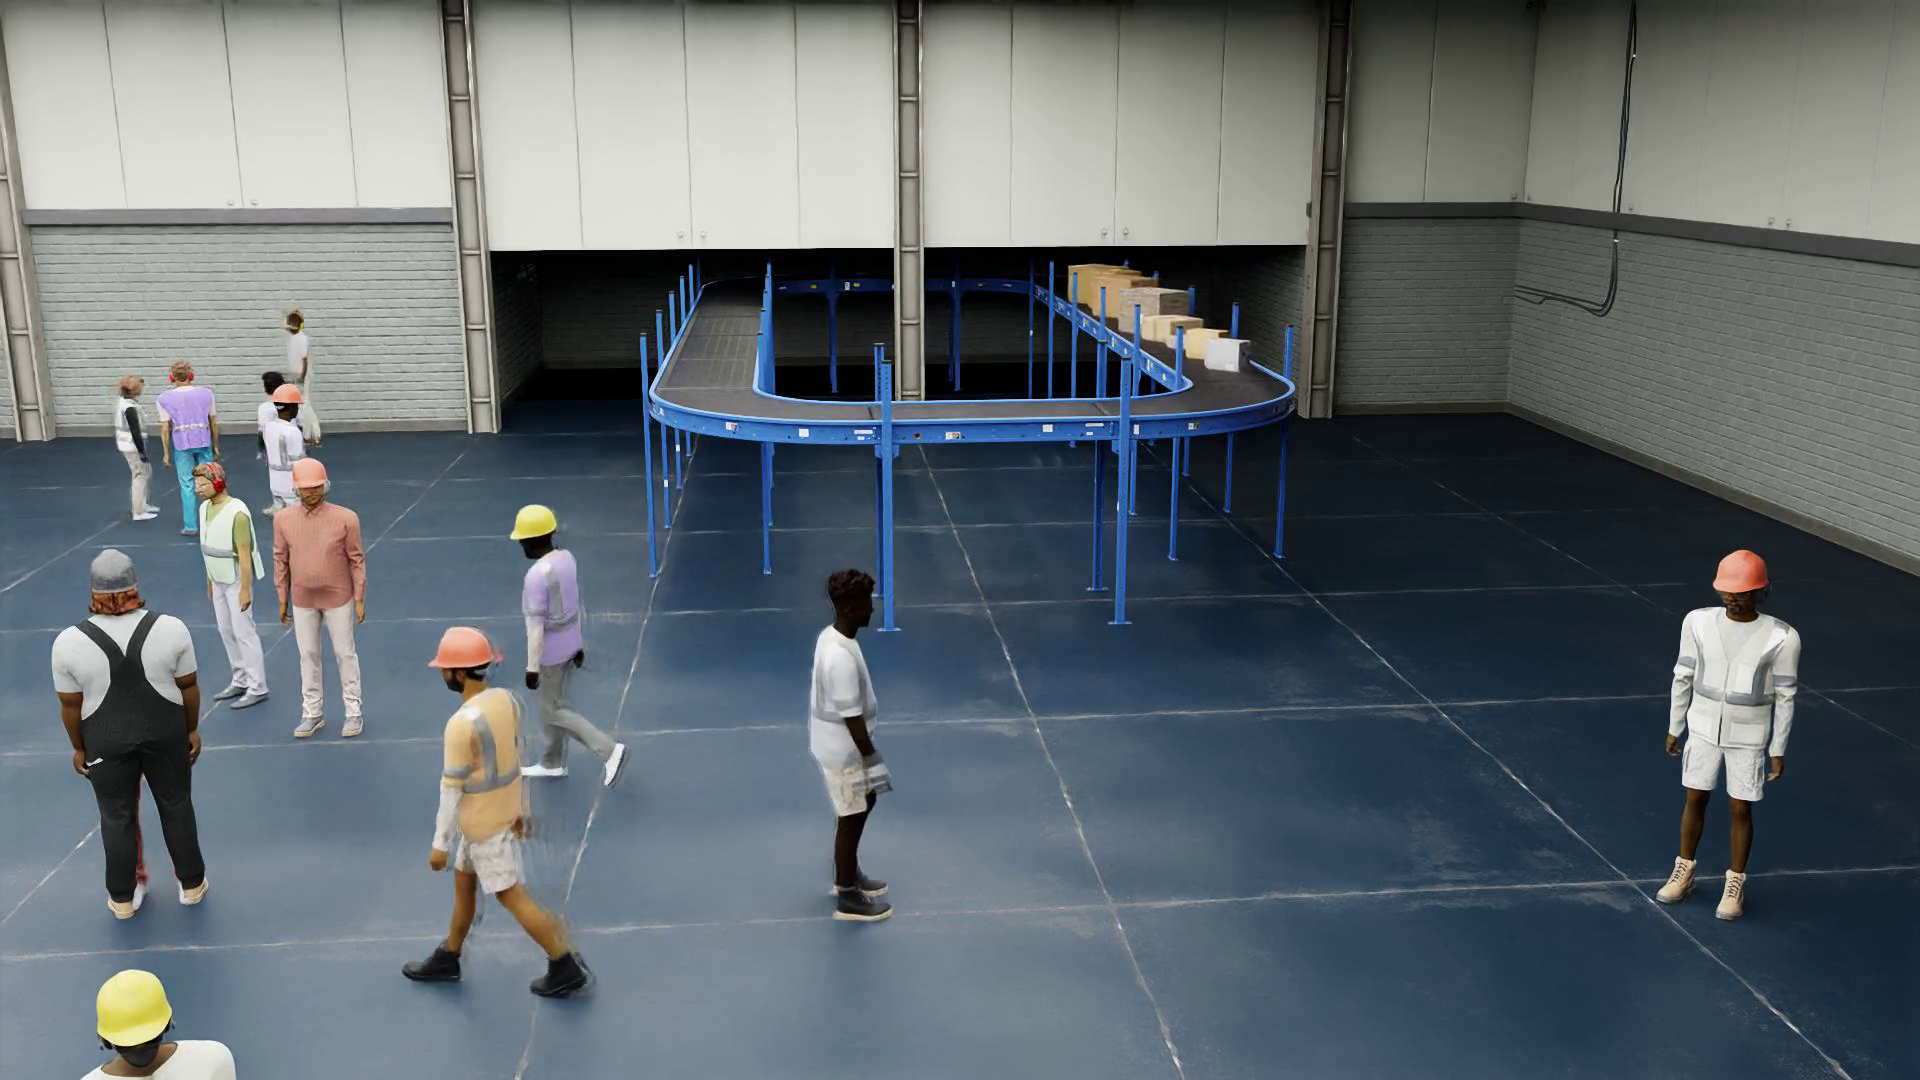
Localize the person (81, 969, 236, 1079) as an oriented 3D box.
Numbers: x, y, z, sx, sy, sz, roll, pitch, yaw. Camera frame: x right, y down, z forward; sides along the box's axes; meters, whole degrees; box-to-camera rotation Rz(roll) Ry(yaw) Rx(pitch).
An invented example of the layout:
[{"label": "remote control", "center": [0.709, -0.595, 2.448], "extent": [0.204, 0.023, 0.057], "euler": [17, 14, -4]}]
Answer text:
[{"label": "person", "center": [-2.475, 2.137, 5.187], "extent": [0.527, 1.761, 0.327], "euler": [-10, 17, -36]}]

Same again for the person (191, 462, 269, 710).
[{"label": "person", "center": [-5.391, 0.319, 12.312], "extent": [0.572, 1.831, 0.403], "euler": [11, 18, 37]}]

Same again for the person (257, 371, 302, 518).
[{"label": "person", "center": [-7.279, -0.994, 17.914], "extent": [0.866, 1.659, 0.532], "euler": [6, 15, 22]}]

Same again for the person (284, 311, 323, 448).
[{"label": "person", "center": [-8.795, -2.141, 22.159], "extent": [0.330, 1.834, 0.660], "euler": [-11, 18, -37]}]

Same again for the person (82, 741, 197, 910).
[{"label": "person", "center": [-4.505, 1.082, 9.102], "extent": [0.603, 1.906, 0.387], "euler": [-5, 15, -19]}]

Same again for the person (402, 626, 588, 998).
[{"label": "person", "center": [-2.299, 1.341, 8.106], "extent": [0.986, 1.893, 0.565], "euler": [2, 14, 6]}]

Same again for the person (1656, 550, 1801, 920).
[{"label": "person", "center": [4.129, 1.045, 8.967], "extent": [0.616, 2.041, 0.379], "euler": [12, 18, 39]}]

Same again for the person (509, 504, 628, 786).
[{"label": "person", "center": [-2.541, 0.690, 10.675], "extent": [0.741, 1.905, 0.598], "euler": [1, 14, 6]}]

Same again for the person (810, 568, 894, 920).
[{"label": "person", "center": [-0.577, 1.103, 8.923], "extent": [0.443, 1.958, 0.640], "euler": [-1, 14, -4]}]

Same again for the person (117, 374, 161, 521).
[{"label": "person", "center": [-8.919, -1.006, 18.051], "extent": [0.389, 1.613, 0.602], "euler": [-8, 16, -29]}]

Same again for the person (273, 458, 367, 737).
[{"label": "person", "center": [-4.468, 0.405, 11.624], "extent": [0.624, 1.993, 0.388], "euler": [-1, 14, -2]}]

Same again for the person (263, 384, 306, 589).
[{"label": "person", "center": [-6.121, -0.470, 15.275], "extent": [0.552, 1.926, 0.392], "euler": [12, 19, 40]}]

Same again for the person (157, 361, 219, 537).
[{"label": "person", "center": [-8.010, -0.941, 17.335], "extent": [0.564, 1.837, 0.395], "euler": [-11, 18, -37]}]

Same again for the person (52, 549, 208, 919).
[{"label": "person", "center": [-4.482, 1.033, 9.023], "extent": [0.682, 2.000, 0.537], "euler": [-7, 16, -28]}]
